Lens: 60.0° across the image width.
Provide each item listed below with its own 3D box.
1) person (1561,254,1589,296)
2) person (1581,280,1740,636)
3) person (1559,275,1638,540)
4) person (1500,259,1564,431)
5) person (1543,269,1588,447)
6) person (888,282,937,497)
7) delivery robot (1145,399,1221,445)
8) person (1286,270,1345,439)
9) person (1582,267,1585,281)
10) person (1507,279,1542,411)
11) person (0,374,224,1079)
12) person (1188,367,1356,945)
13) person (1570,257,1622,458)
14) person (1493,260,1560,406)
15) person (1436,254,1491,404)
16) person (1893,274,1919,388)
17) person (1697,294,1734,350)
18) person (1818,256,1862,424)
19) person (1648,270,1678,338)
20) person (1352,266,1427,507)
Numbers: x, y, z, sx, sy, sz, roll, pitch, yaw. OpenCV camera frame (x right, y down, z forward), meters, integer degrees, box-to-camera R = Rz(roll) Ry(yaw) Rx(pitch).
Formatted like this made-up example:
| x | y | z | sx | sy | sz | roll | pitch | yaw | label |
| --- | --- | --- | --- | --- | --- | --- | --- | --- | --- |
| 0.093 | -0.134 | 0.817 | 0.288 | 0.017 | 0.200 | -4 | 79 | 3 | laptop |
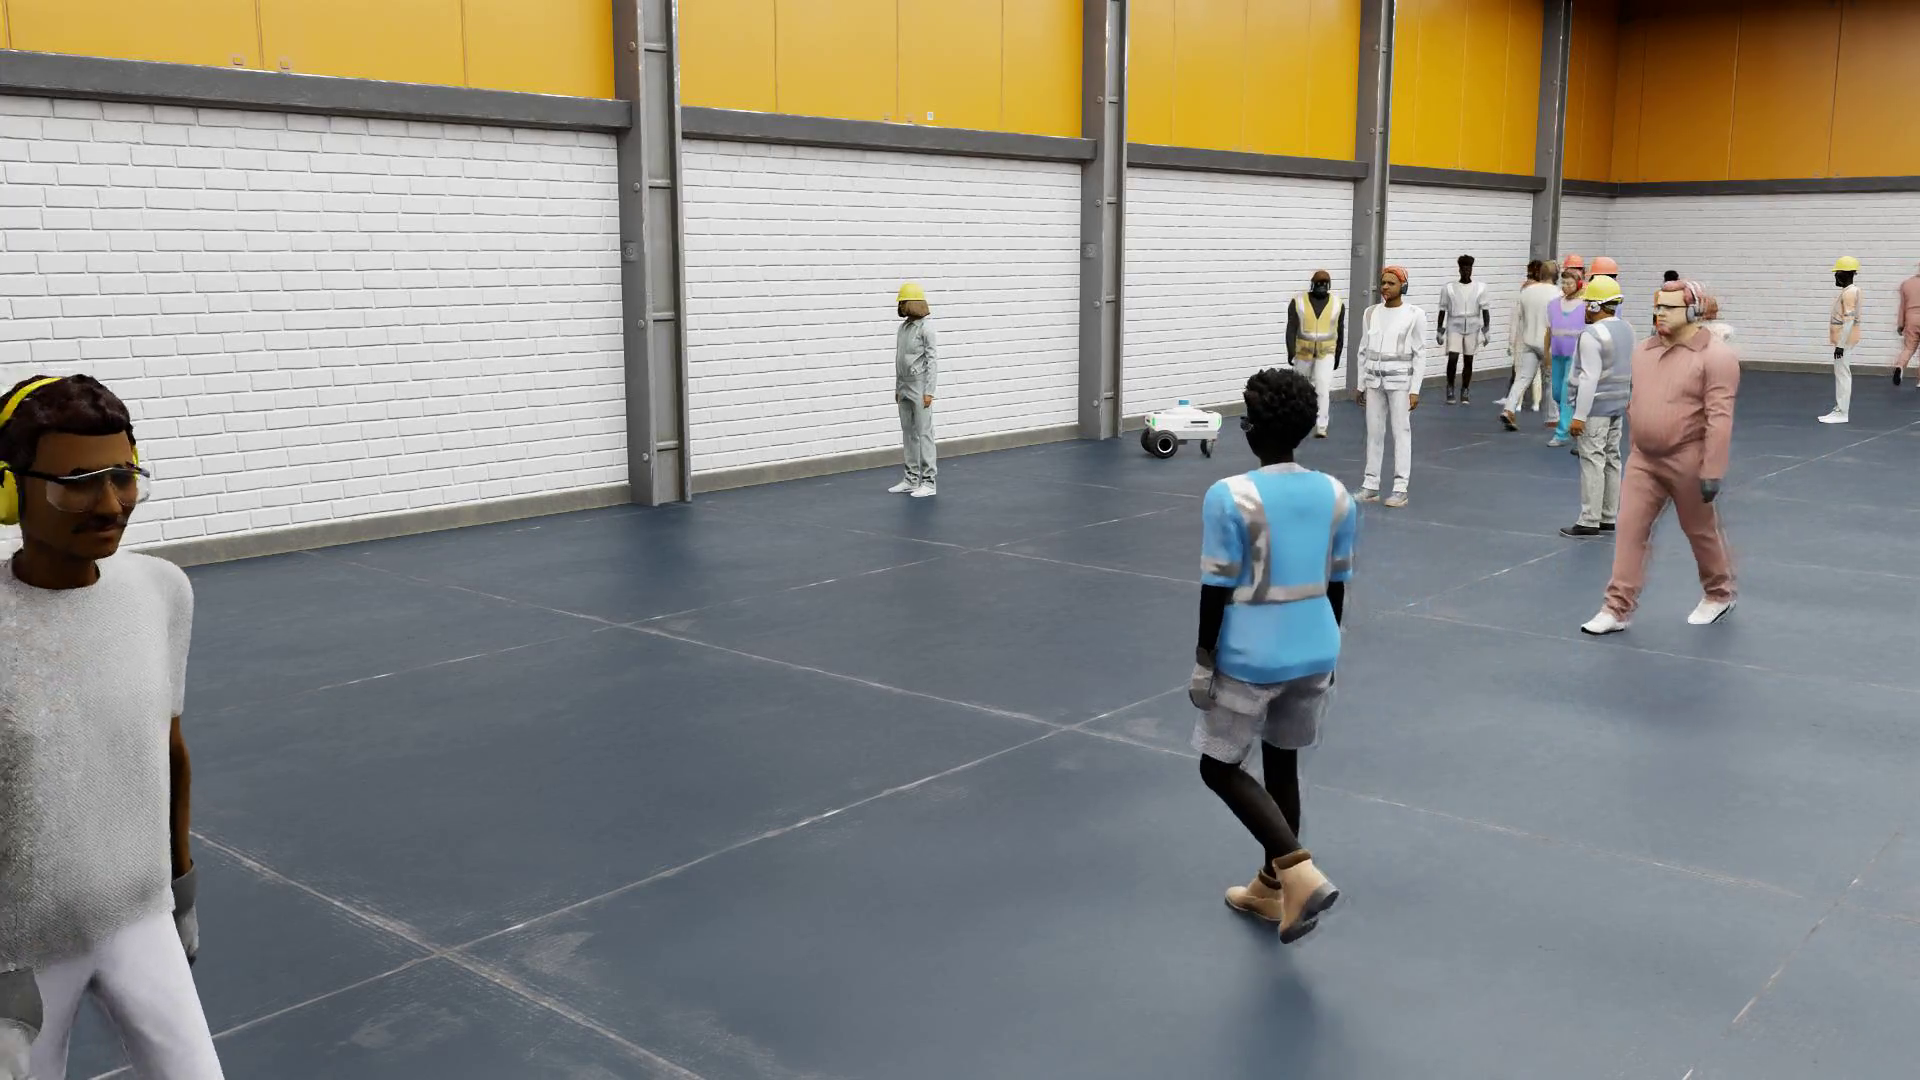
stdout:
| x | y | z | sx | sy | sz | roll | pitch | yaw | label |
| --- | --- | --- | --- | --- | --- | --- | --- | --- | --- |
| 8.034 | -2.775 | 21.874 | 0.374 | 1.939 | 0.545 | -2 | 10 | -11 | person |
| 3.768 | -0.430 | 8.768 | 1.006 | 1.867 | 0.656 | -6 | 12 | -31 | person |
| 4.436 | -0.918 | 11.592 | 0.587 | 1.835 | 0.404 | -8 | 13 | -40 | person |
| 6.389 | -2.146 | 18.403 | 0.947 | 1.911 | 0.631 | -7 | 12 | -35 | person |
| 6.298 | -1.877 | 17.115 | 0.795 | 1.822 | 0.572 | -8 | 13 | -38 | person |
| -0.388 | -1.225 | 13.603 | 0.313 | 1.743 | 0.493 | -7 | 12 | -35 | person |
| 2.175 | -1.134 | 16.201 | 0.707 | 0.478 | 0.477 | -1 | 10 | -6 | delivery robot |
| 3.830 | -2.012 | 17.974 | 0.622 | 1.790 | 1.005 | 2 | 10 | 10 | person |
| 8.376 | -2.827 | 22.526 | 0.514 | 1.806 | 0.523 | -4 | 11 | -22 | person |
| 7.057 | -2.411 | 20.659 | 0.505 | 1.636 | 0.278 | 0 | 10 | -1 | person |
| -1.338 | 0.665 | 2.617 | 0.934 | 1.823 | 0.527 | 7 | 12 | 34 | person |
| 0.935 | 0.352 | 4.769 | 0.541 | 1.684 | 0.509 | -6 | 12 | -30 | person |
| 6.139 | -1.741 | 15.986 | 0.354 | 1.939 | 0.544 | 1 | 10 | 8 | person |
| 7.451 | -2.649 | 21.363 | 0.982 | 1.877 | 0.603 | 8 | 13 | 37 | person |
| 6.518 | -2.711 | 21.504 | 0.640 | 1.939 | 0.633 | 2 | 10 | 9 | person |
| 13.855 | -3.123 | 24.001 | 0.687 | 1.882 | 0.654 | -7 | 12 | -36 | person |
| 6.416 | -1.328 | 14.517 | 0.539 | 1.615 | 0.606 | 0 | 10 | -3 | person |
| 10.204 | -2.309 | 19.249 | 0.370 | 1.927 | 0.588 | 5 | 11 | 26 | person |
| 10.874 | -3.308 | 25.640 | 0.548 | 1.677 | 0.504 | -1 | 10 | -8 | person |
| 3.376 | -1.209 | 13.108 | 0.355 | 1.884 | 0.575 | -10 | 14 | -44 | person |
